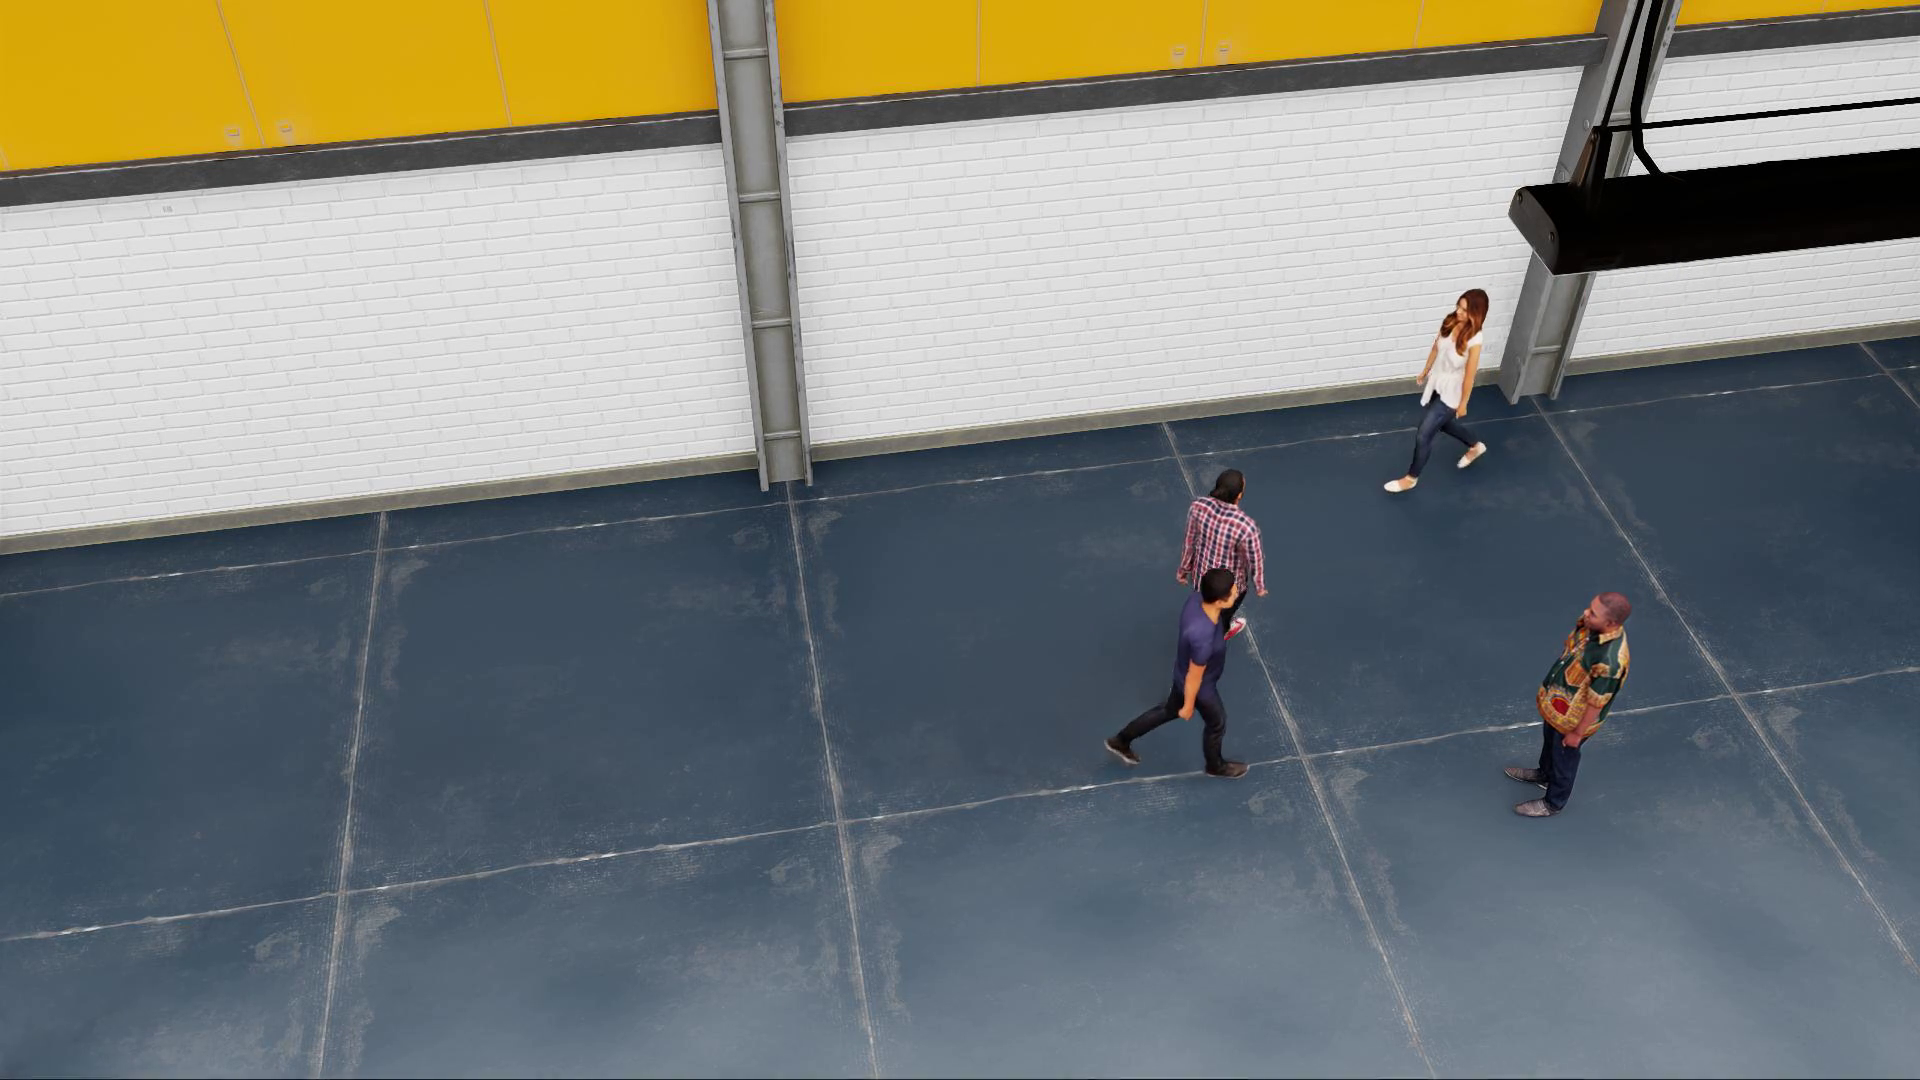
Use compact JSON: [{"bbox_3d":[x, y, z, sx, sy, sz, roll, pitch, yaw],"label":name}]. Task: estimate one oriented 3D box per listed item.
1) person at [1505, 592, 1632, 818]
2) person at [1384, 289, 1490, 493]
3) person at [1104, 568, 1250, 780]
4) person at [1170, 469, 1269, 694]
[{"bbox_3d":[3.644,0.967,9.835,0.741,1.807,0.763,2,44,2],"label":"person"},{"bbox_3d":[3.603,-1.092,12.033,1.050,1.756,0.602,-8,44,-9],"label":"person"},{"bbox_3d":[1.322,0.835,10.014,1.194,1.751,0.803,1,44,1],"label":"person"},{"bbox_3d":[1.611,0.297,10.594,1.256,1.729,1.098,-34,53,-31],"label":"person"}]
